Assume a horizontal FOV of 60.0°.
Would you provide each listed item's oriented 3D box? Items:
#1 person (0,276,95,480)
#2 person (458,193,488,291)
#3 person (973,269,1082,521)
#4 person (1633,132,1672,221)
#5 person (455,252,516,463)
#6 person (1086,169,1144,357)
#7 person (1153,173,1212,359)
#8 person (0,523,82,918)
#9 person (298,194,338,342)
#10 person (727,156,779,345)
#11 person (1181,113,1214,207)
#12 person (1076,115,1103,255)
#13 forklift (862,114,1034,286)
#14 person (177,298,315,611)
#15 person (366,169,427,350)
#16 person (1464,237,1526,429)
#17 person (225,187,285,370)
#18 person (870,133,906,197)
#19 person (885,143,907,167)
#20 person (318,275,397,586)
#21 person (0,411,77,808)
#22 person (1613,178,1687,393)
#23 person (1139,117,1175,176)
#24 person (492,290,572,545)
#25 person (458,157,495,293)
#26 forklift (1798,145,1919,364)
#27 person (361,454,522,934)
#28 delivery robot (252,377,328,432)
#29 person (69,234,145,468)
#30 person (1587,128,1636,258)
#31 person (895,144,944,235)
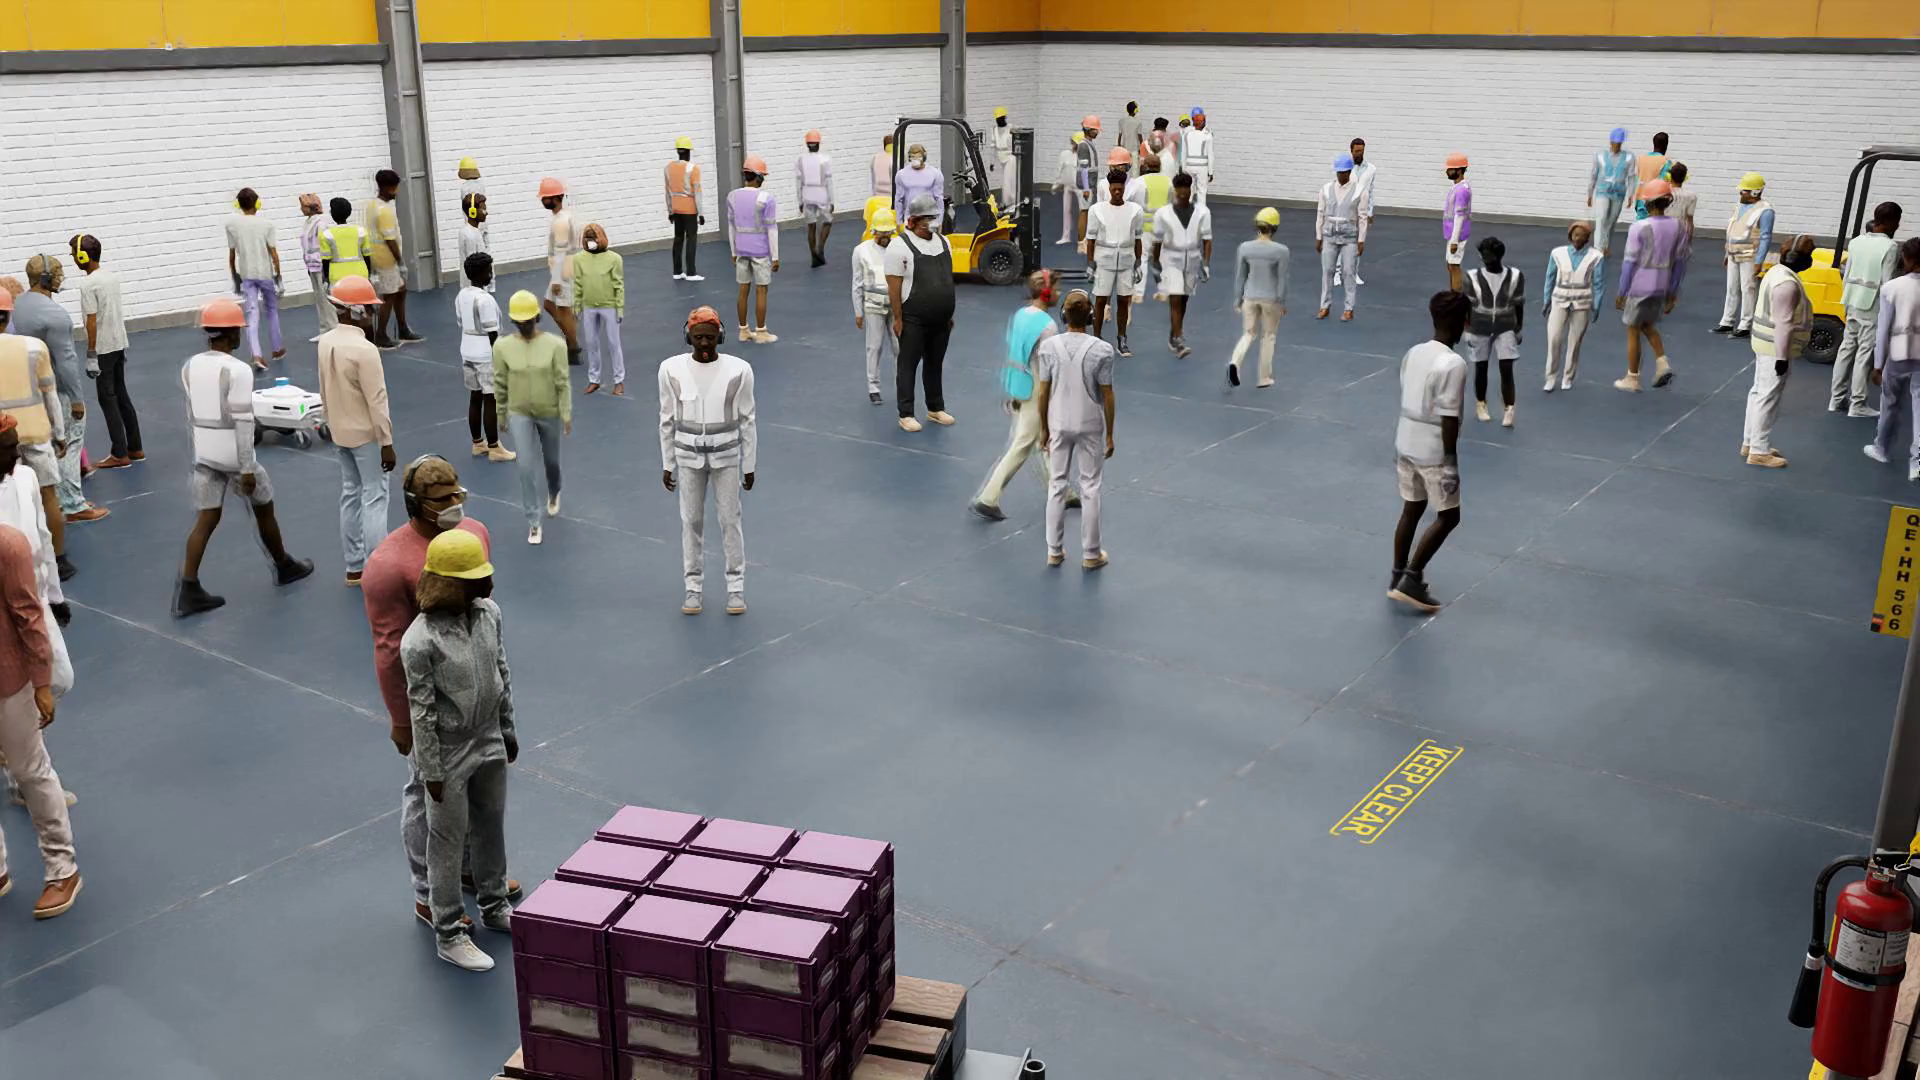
[{"bbox_3d":[-7.030,-1.164,12.562,0.405,1.632,0.663,9,20,26],"label":"person"},{"bbox_3d":[-4.673,-2.419,16.123,0.324,1.861,0.510,-6,19,-17],"label":"person"},{"bbox_3d":[0.521,-1.033,11.883,0.965,1.804,0.586,-5,18,-16],"label":"person"},{"bbox_3d":[9.632,-4.716,23.227,0.392,1.911,0.587,-7,19,-20],"label":"person"},{"bbox_3d":[-3.840,-1.471,13.420,0.320,1.692,0.531,-16,24,-40],"label":"person"},{"bbox_3d":[1.621,-2.897,17.437,0.612,1.963,0.363,-2,18,-5],"label":"person"},{"bbox_3d":[2.348,-2.877,17.450,0.607,1.906,0.992,-2,18,-8],"label":"person"},{"bbox_3d":[-3.911,0.571,6.576,0.624,1.980,0.410,-2,18,-6],"label":"person"},{"bbox_3d":[-6.978,-2.942,18.112,0.307,1.637,0.525,-14,22,-37],"label":"person"},{"bbox_3d":[-2.224,-3.142,18.114,0.611,2.030,0.410,9,20,27],"label":"person"},{"bbox_3d":[3.965,-6.149,27.745,0.576,1.883,0.352,11,21,30],"label":"person"},{"bbox_3d":[1.918,-5.288,24.799,0.377,2.041,0.607,3,18,9],"label":"person"},{"bbox_3d":[-0.171,-4.594,22.377,2.313,2.155,1.214,1,18,3],"label":"forklift"},{"bbox_3d":[-4.512,-0.526,10.188,0.565,1.879,0.993,7,19,21],"label":"person"},{"bbox_3d":[-6.071,-3.013,17.866,0.711,1.925,0.685,-10,20,-29],"label":"person"},{"bbox_3d":[4.648,-1.803,14.520,0.551,1.651,0.723,4,18,12],"label":"person"},{"bbox_3d":[-7.187,-2.671,16.980,0.531,1.819,0.977,-4,18,-12],"label":"person"},{"bbox_3d":[-0.998,-4.938,24.038,0.633,1.846,0.429,13,22,35],"label":"person"},{"bbox_3d":[-0.919,-4.871,24.016,0.484,1.712,0.733,5,18,15],"label":"person"},{"bbox_3d":[-3.716,-0.656,10.387,0.623,1.990,0.400,15,23,38],"label":"person"},{"bbox_3d":[-4.360,0.314,7.550,0.518,1.869,0.600,4,18,11],"label":"person"},{"bbox_3d":[6.518,-2.384,15.745,0.609,2.031,0.472,-7,19,-20],"label":"person"},{"bbox_3d":[3.042,-5.521,25.654,0.603,1.961,0.366,-7,19,-20],"label":"person"},{"bbox_3d":[-2.964,-0.906,11.584,0.519,1.729,0.809,-4,18,-12],"label":"person"},{"bbox_3d":[-6.225,-4.020,21.311,0.323,1.743,0.489,4,18,13],"label":"person"},{"bbox_3d":[9.803,-2.879,17.013,2.313,2.155,1.214,12,21,33],"label":"forklift"},{"bbox_3d":[-2.027,0.596,6.558,0.352,1.937,0.635,8,19,23],"label":"person"},{"bbox_3d":[-5.686,-1.126,14.016,0.707,0.478,0.477,7,18,21],"label":"delivery robot"},{"bbox_3d":[-6.816,-1.498,13.249,0.346,1.855,0.533,0,18,-1],"label":"person"},{"bbox_3d":[9.475,-5.020,24.214,0.625,1.893,1.011,4,18,12],"label":"person"},{"bbox_3d":[-0.518,-4.040,21.085,0.636,1.929,0.380,3,18,10],"label":"person"}]
